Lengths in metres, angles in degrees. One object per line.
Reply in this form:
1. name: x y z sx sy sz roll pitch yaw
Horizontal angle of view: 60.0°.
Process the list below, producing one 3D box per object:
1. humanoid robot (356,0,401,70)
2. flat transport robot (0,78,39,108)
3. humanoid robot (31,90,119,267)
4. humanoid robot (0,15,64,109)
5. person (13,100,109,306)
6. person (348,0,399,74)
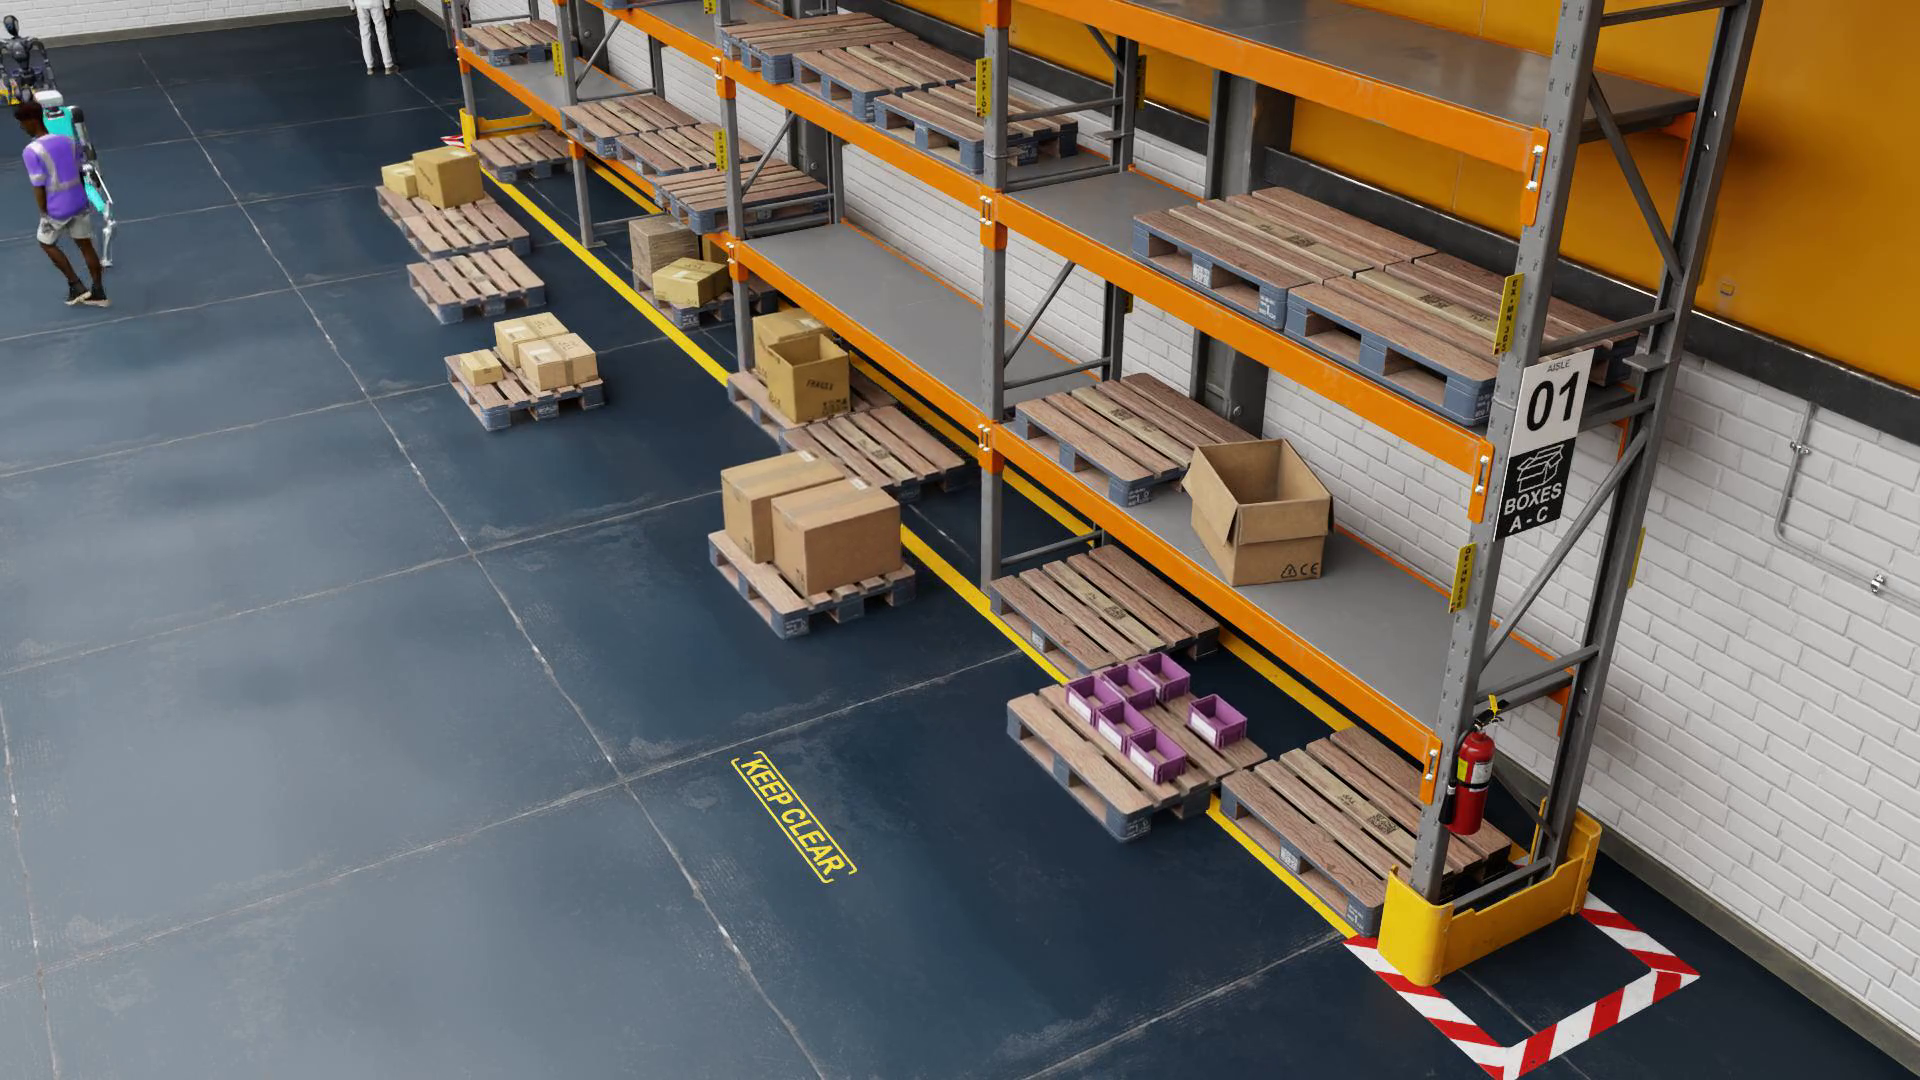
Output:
1. humanoid robot: -8.230 -7.505 23.440 0.599 1.656 0.315 -16 33 -26
2. flat transport robot: -13.027 -5.893 22.035 1.431 0.231 0.659 -11 31 -18
3. humanoid robot: -8.551 -3.402 16.218 0.742 1.856 0.542 26 38 37
4. humanoid robot: -10.990 -5.375 19.701 0.600 1.645 0.497 -12 32 -20
5. person: -8.322 -3.093 15.394 0.522 1.936 0.658 8 30 14
6. person: -8.213 -7.448 23.142 0.582 1.883 0.347 -1 30 -1
